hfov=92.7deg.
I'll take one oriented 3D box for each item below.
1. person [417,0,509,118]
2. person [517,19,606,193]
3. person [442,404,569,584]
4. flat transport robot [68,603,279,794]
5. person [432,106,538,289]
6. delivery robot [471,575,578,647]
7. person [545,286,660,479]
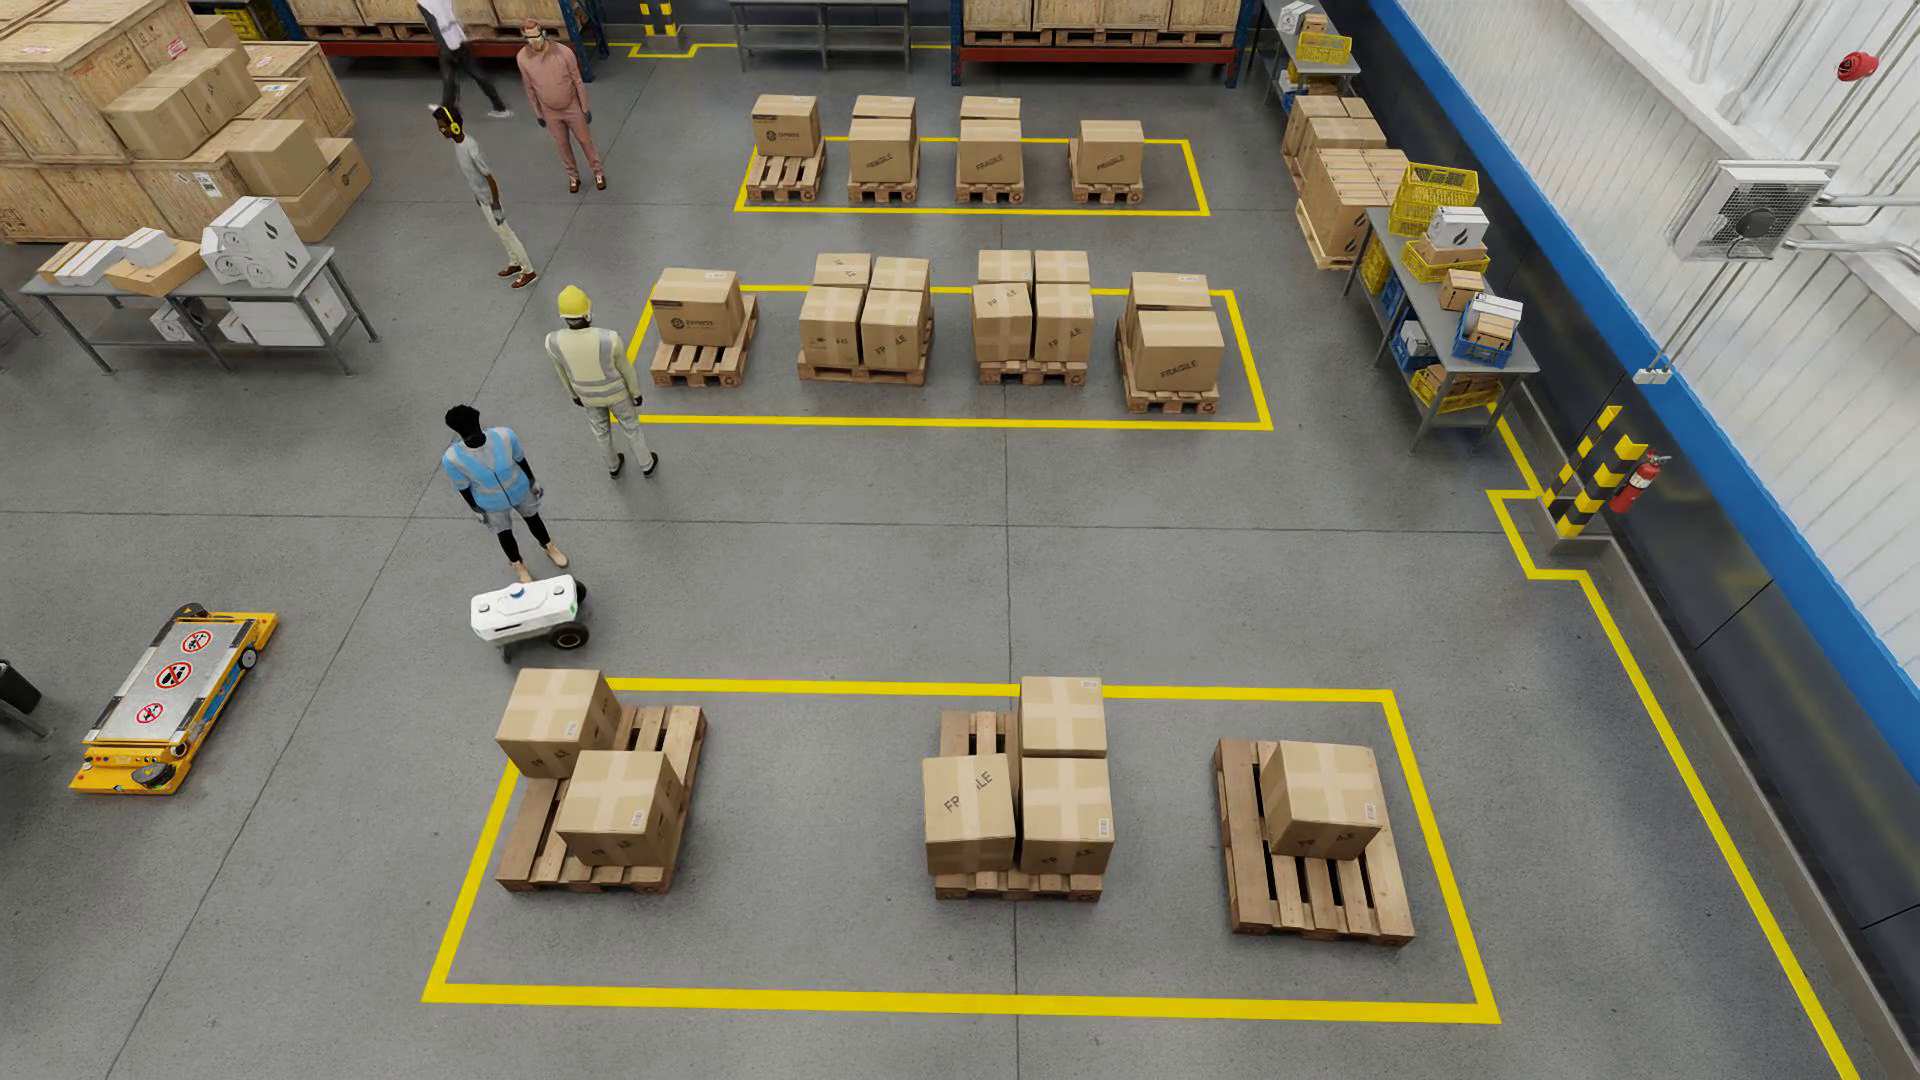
[{"bbox_3d":[-6.523,-6.299,11.644,1.021,1.867,0.589,9,50,7],"label":"person"},{"bbox_3d":[-4.551,-4.918,10.455,0.647,1.900,0.403,-7,50,-6],"label":"person"},{"bbox_3d":[-3.328,-0.326,6.695,0.531,1.697,0.322,-34,58,-25],"label":"person"},{"bbox_3d":[-5.504,1.072,6.442,0.652,0.197,1.431,1,50,1],"label":"flat transport robot"},{"bbox_3d":[-4.755,-3.418,9.202,0.310,1.868,0.532,-35,58,-26],"label":"person"},{"bbox_3d":[-3.162,0.496,6.685,0.707,0.478,0.477,-14,51,-11],"label":"delivery robot"},{"bbox_3d":[-2.863,-1.216,7.369,0.597,1.824,0.403,-1,50,-1],"label":"person"}]
